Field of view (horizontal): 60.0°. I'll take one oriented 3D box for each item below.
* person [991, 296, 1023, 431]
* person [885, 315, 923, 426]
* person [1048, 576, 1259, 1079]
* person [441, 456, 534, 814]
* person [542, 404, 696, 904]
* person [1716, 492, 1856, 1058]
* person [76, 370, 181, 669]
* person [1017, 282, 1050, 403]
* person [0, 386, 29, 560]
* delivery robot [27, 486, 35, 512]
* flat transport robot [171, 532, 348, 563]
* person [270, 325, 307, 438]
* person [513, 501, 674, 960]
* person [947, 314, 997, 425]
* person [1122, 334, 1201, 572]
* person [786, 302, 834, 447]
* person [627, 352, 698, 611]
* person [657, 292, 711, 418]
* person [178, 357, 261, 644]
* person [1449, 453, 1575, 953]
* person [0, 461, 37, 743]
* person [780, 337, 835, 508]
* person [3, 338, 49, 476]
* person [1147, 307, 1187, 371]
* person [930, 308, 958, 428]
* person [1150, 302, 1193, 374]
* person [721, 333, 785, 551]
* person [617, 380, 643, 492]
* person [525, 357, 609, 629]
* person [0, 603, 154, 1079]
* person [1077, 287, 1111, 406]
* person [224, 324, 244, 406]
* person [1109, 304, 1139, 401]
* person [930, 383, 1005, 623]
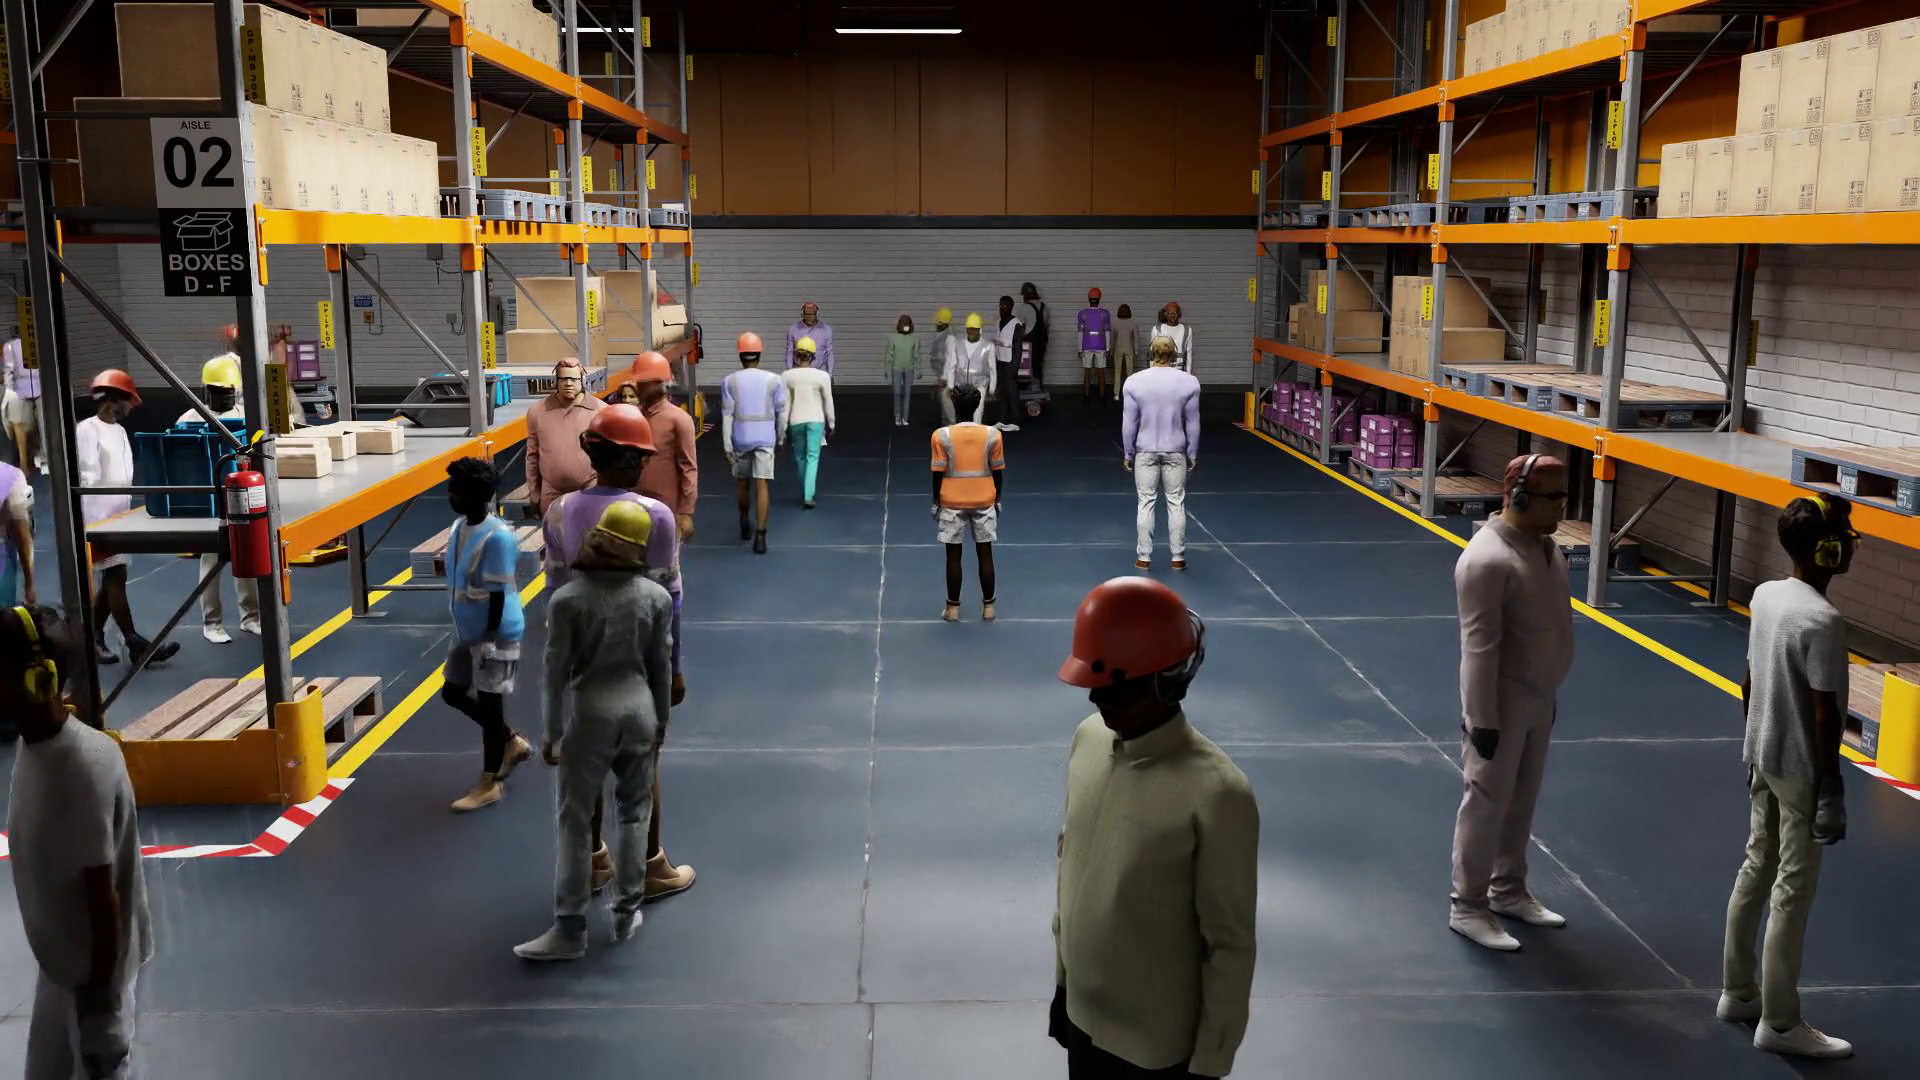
[{"bbox_3d":[0.683,-2.511,23.681,0.390,1.918,0.591,-6,12,-31],"label":"person"},{"bbox_3d":[-0.817,-2.465,24.216,0.547,1.614,0.542,-2,10,-11],"label":"person"},{"bbox_3d":[0.382,1.048,3.659,0.388,1.987,0.608,-6,12,-31],"label":"person"},{"bbox_3d":[-2.261,0.438,7.886,0.437,1.688,0.552,-10,14,-43],"label":"person"},{"bbox_3d":[-1.380,0.464,6.784,0.608,2.033,0.404,4,11,23],"label":"person"},{"bbox_3d":[2.784,0.769,5.528,0.328,1.876,0.514,-1,10,-4],"label":"person"},{"bbox_3d":[-5.324,-0.127,10.551,0.701,1.866,0.628,0,10,2],"label":"person"},{"bbox_3d":[1.171,-3.288,27.667,0.706,2.000,0.539,-8,13,-38],"label":"person"},{"bbox_3d":[-7.937,-0.629,13.574,0.508,1.784,0.979,-1,10,-5],"label":"person"},{"bbox_3d":[-8.690,-0.346,15.150,0.477,0.478,0.707,-3,11,-18],"label":"delivery robot"},{"bbox_3d":[-5.925,0.011,14.217,1.431,0.197,0.652,3,11,16],"label":"flat transport robot"},{"bbox_3d":[-8.620,-1.963,21.457,0.736,1.609,0.537,-5,12,-28],"label":"person"},{"bbox_3d":[-1.419,0.715,6.324,0.715,1.695,0.355,-7,12,-34],"label":"person"},{"bbox_3d":[0.158,-1.960,20.979,0.590,1.790,0.936,3,11,16],"label":"person"},{"bbox_3d":[1.628,-0.698,13.518,0.630,1.938,0.369,1,10,6],"label":"person"},{"bbox_3d":[-1.966,-2.169,21.824,0.638,1.903,0.408,-1,10,-5],"label":"person"},{"bbox_3d":[-1.974,-0.212,10.705,0.667,1.986,0.412,7,13,35],"label":"person"},{"bbox_3d":[-4.265,-2.746,24.945,1.022,1.945,0.644,-4,11,-21],"label":"person"},{"bbox_3d":[-4.919,-0.268,11.189,0.398,1.918,0.588,7,12,35],"label":"person"},{"bbox_3d":[2.127,0.610,6.359,0.398,1.897,0.646,9,14,41],"label":"person"},{"bbox_3d":[-5.201,0.216,8.748,0.599,1.821,0.557,-3,11,-15],"label":"person"},{"bbox_3d":[-1.557,-1.203,16.938,0.537,1.725,0.877,2,10,9],"label":"person"},{"bbox_3d":[-10.743,-1.723,19.335,0.589,1.899,0.802,-4,11,-20],"label":"person"},{"bbox_3d":[2.731,-2.230,22.415,0.645,1.807,0.685,-9,14,-41],"label":"person"},{"bbox_3d":[-0.228,-2.327,23.065,0.406,1.785,0.710,-3,10,-14],"label":"person"},{"bbox_3d":[2.821,-2.238,22.256,0.573,1.883,0.356,0,10,-3],"label":"person"},{"bbox_3d":[-1.812,-0.868,14.627,0.556,1.892,0.982,-1,10,-6],"label":"person"},{"bbox_3d":[-2.487,-0.415,12.776,0.514,1.640,0.315,0,10,2],"label":"person"},{"bbox_3d":[-2.680,-0.312,11.500,0.641,1.901,0.401,0,10,0],"label":"person"},{"bbox_3d":[-2.068,1.045,4.079,0.533,1.843,0.681,9,14,41],"label":"person"},{"bbox_3d":[2.190,-3.149,27.170,0.543,1.940,0.361,1,10,8],"label":"person"},{"bbox_3d":[-7.446,-1.293,17.098,0.910,1.857,0.587,-3,10,-14],"label":"person"},{"bbox_3d":[2.773,-3.172,28.151,0.507,1.631,0.277,1,10,5],"label":"person"},{"bbox_3d":[0.050,-0.258,11.740,0.540,1.696,0.317,-2,10,-11],"label":"person"}]
